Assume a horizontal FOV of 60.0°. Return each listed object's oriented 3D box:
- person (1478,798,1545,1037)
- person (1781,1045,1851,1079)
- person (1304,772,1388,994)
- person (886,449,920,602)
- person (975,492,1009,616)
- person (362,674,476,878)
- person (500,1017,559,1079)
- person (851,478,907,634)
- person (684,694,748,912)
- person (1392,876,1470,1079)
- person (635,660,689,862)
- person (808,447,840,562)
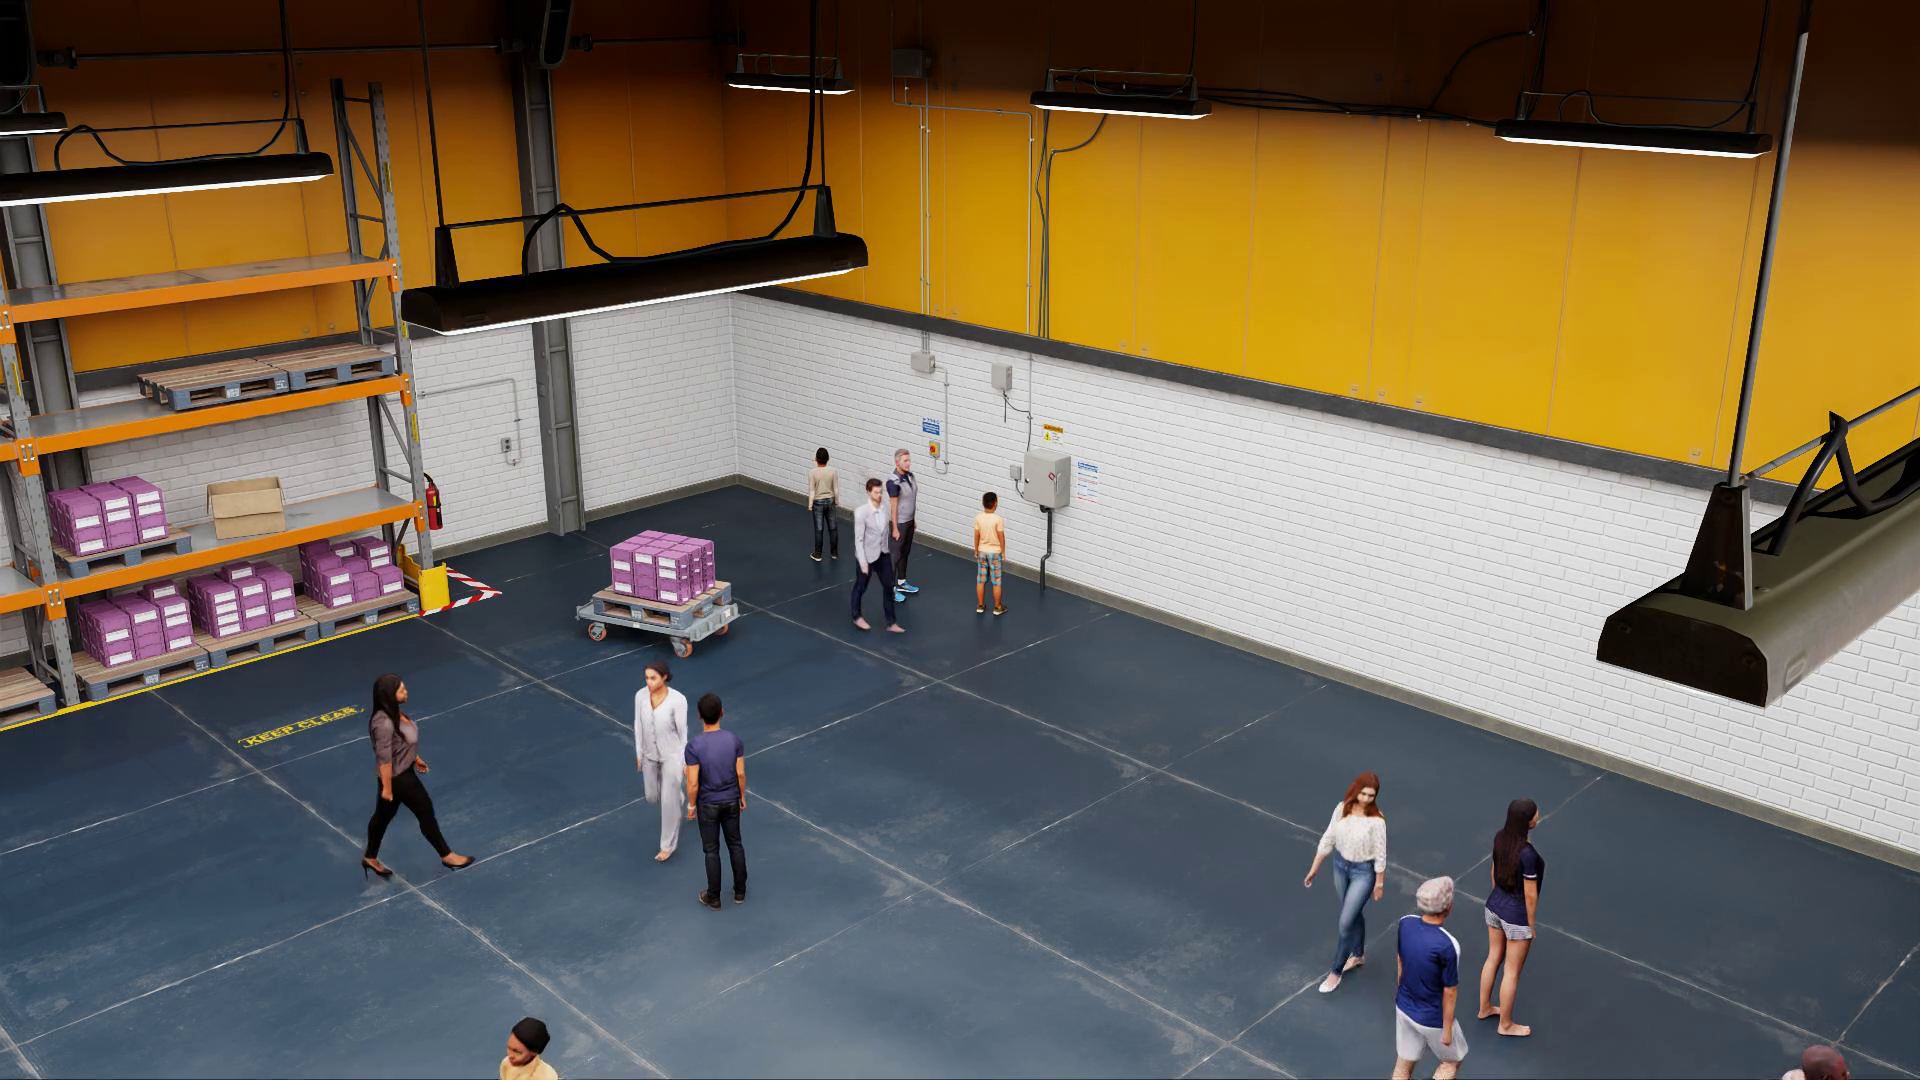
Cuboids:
[{"bbox_3d":[3.820,2.599,11.546,0.656,1.767,0.651,-6,20,-18],"label":"person"},{"bbox_3d":[4.382,3.473,8.922,1.128,1.784,1.136,3,19,10],"label":"person"},{"bbox_3d":[2.947,2.425,12.166,0.879,1.701,0.705,-11,22,-30],"label":"person"},{"bbox_3d":[-0.700,-0.208,19.790,0.824,1.825,0.640,8,20,23],"label":"person"},{"bbox_3d":[0.347,0.148,19.302,0.595,1.461,0.609,6,20,18],"label":"person"},{"bbox_3d":[-4.645,1.953,13.415,1.223,1.798,0.996,-6,19,-16],"label":"person"},{"bbox_3d":[-2.350,3.391,9.414,0.680,1.626,1.024,13,22,33],"label":"person"},{"bbox_3d":[-1.036,0.152,18.738,0.948,1.813,0.800,-16,24,-39],"label":"person"},{"bbox_3d":[-1.906,2.065,13.102,0.591,1.785,0.762,-9,21,-25],"label":"person"},{"bbox_3d":[2.844,2.965,10.368,0.686,1.823,0.715,-13,22,-33],"label":"person"},{"bbox_3d":[-2.459,1.786,14.037,0.892,1.716,1.064,6,19,16],"label":"person"},{"bbox_3d":[-1.728,-0.460,21.102,0.566,1.465,0.680,-7,20,-20],"label":"person"}]
